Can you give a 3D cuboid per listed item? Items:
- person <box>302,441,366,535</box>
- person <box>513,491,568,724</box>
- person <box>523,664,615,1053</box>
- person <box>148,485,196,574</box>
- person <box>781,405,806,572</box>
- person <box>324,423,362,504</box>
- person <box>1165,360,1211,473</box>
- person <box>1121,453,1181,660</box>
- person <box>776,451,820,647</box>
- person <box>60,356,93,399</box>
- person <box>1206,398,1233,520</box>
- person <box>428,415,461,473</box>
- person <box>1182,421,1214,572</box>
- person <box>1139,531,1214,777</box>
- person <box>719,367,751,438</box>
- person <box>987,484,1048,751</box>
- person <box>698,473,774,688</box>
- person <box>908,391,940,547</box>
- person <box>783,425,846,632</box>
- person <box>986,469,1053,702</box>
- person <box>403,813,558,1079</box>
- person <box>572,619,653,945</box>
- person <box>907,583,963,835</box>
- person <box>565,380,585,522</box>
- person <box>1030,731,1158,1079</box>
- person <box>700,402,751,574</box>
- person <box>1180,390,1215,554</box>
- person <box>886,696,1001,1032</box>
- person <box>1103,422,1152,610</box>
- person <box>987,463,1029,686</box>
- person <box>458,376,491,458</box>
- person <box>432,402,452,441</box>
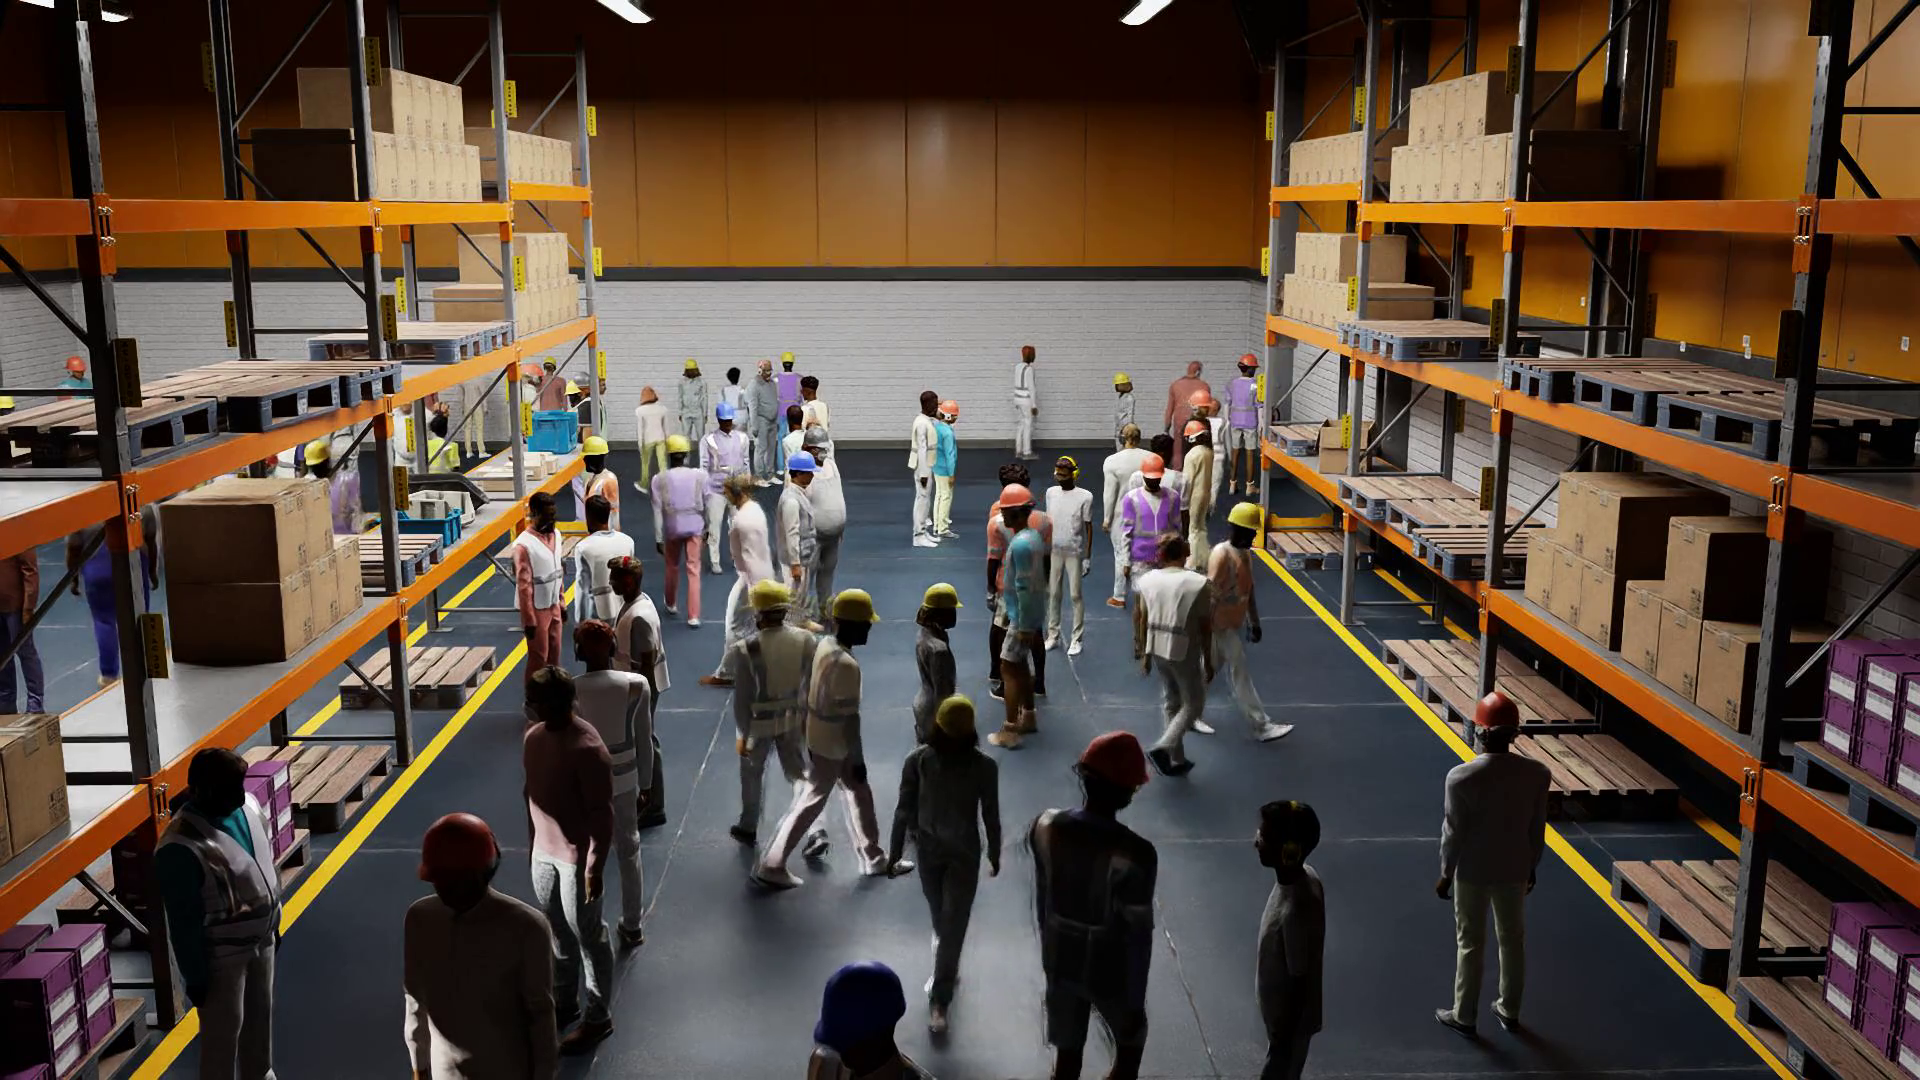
[{"bbox_3d":[-6.103,-0.051,16.239,0.632,1.897,0.635,-1,11,-6],"label":"person"},{"bbox_3d":[-3.322,0.552,13.206,0.405,1.909,0.597,3,12,15],"label":"person"},{"bbox_3d":[-1.926,1.543,8.160,0.629,1.937,0.376,11,15,43],"label":"person"},{"bbox_3d":[-8.989,-0.631,18.797,0.684,2.000,0.537,-3,12,-15],"label":"person"},{"bbox_3d":[-1.801,-0.568,18.797,0.393,1.916,0.590,6,13,29],"label":"person"},{"bbox_3d":[-8.307,-1.185,22.340,0.321,1.737,0.485,11,16,44],"label":"person"},{"bbox_3d":[3.374,-1.721,24.653,0.740,1.882,0.468,5,12,25],"label":"person"},{"bbox_3d":[1.749,0.155,15.169,0.549,1.923,0.391,-2,11,-8],"label":"person"},{"bbox_3d":[-1.467,0.151,15.141,0.415,1.939,0.605,0,11,2],"label":"person"},{"bbox_3d":[-12.863,-1.708,24.354,0.425,1.980,0.614,4,12,18],"label":"person"},{"bbox_3d":[3.344,-1.082,22.139,0.521,1.616,0.747,5,12,25],"label":"person"},{"bbox_3d":[-6.221,-0.636,19.771,0.549,1.665,0.616,5,12,22],"label":"person"},{"bbox_3d":[2.645,-0.479,18.799,0.352,1.738,0.573,8,14,33],"label":"person"},{"bbox_3d":[1.534,0.845,11.971,0.595,1.810,0.534,10,15,40],"label":"person"},{"bbox_3d":[-3.494,-1.859,25.874,0.534,1.672,0.783,5,12,23],"label":"person"},{"bbox_3d":[0.454,0.575,12.818,0.428,2.015,0.644,2,11,10],"label":"person"},{"bbox_3d":[-1.744,0.359,14.253,0.968,1.889,0.692,0,11,2],"label":"person"},{"bbox_3d":[-0.443,-0.873,20.341,0.377,1.912,0.592,1,11,4],"label":"person"},{"bbox_3d":[-1.369,-0.123,16.248,0.535,2.000,0.681,8,14,36],"label":"person"},{"bbox_3d":[0.493,0.380,13.949,0.603,1.957,0.385,-5,12,-25],"label":"person"},{"bbox_3d":[-1.761,1.935,6.080,0.618,1.986,0.408,3,12,15],"label":"person"},{"bbox_3d":[-1.984,1.360,9.223,0.577,1.880,0.352,-5,12,-23],"label":"person"},{"bbox_3d":[-0.154,1.128,10.764,0.354,1.734,0.483,-2,12,-12],"label":"person"},{"bbox_3d":[-4.912,-1.103,21.492,0.394,1.913,0.591,4,12,17],"label":"person"},{"bbox_3d":[0.572,1.761,6.887,0.604,2.015,0.548,7,13,30],"label":"person"},{"bbox_3d":[-2.647,-0.592,18.835,0.605,1.948,0.387,-7,13,-30],"label":"person"},{"bbox_3d":[2.825,-0.828,19.943,0.699,1.981,0.640,7,13,33],"label":"person"},{"bbox_3d":[-0.098,1.608,8.447,0.559,1.687,0.856,3,12,14],"label":"person"},{"bbox_3d":[1.749,-0.248,17.134,0.631,1.939,0.372,-4,12,-21],"label":"person"},{"bbox_3d":[0.415,0.307,14.278,0.371,1.966,0.608,-3,12,-13],"label":"person"},{"bbox_3d":[-8.051,-2.173,27.547,0.500,1.636,0.286,3,12,13],"label":"person"},{"bbox_3d":[-6.729,-0.976,21.565,0.313,1.631,0.524,-4,12,-18],"label":"person"}]
